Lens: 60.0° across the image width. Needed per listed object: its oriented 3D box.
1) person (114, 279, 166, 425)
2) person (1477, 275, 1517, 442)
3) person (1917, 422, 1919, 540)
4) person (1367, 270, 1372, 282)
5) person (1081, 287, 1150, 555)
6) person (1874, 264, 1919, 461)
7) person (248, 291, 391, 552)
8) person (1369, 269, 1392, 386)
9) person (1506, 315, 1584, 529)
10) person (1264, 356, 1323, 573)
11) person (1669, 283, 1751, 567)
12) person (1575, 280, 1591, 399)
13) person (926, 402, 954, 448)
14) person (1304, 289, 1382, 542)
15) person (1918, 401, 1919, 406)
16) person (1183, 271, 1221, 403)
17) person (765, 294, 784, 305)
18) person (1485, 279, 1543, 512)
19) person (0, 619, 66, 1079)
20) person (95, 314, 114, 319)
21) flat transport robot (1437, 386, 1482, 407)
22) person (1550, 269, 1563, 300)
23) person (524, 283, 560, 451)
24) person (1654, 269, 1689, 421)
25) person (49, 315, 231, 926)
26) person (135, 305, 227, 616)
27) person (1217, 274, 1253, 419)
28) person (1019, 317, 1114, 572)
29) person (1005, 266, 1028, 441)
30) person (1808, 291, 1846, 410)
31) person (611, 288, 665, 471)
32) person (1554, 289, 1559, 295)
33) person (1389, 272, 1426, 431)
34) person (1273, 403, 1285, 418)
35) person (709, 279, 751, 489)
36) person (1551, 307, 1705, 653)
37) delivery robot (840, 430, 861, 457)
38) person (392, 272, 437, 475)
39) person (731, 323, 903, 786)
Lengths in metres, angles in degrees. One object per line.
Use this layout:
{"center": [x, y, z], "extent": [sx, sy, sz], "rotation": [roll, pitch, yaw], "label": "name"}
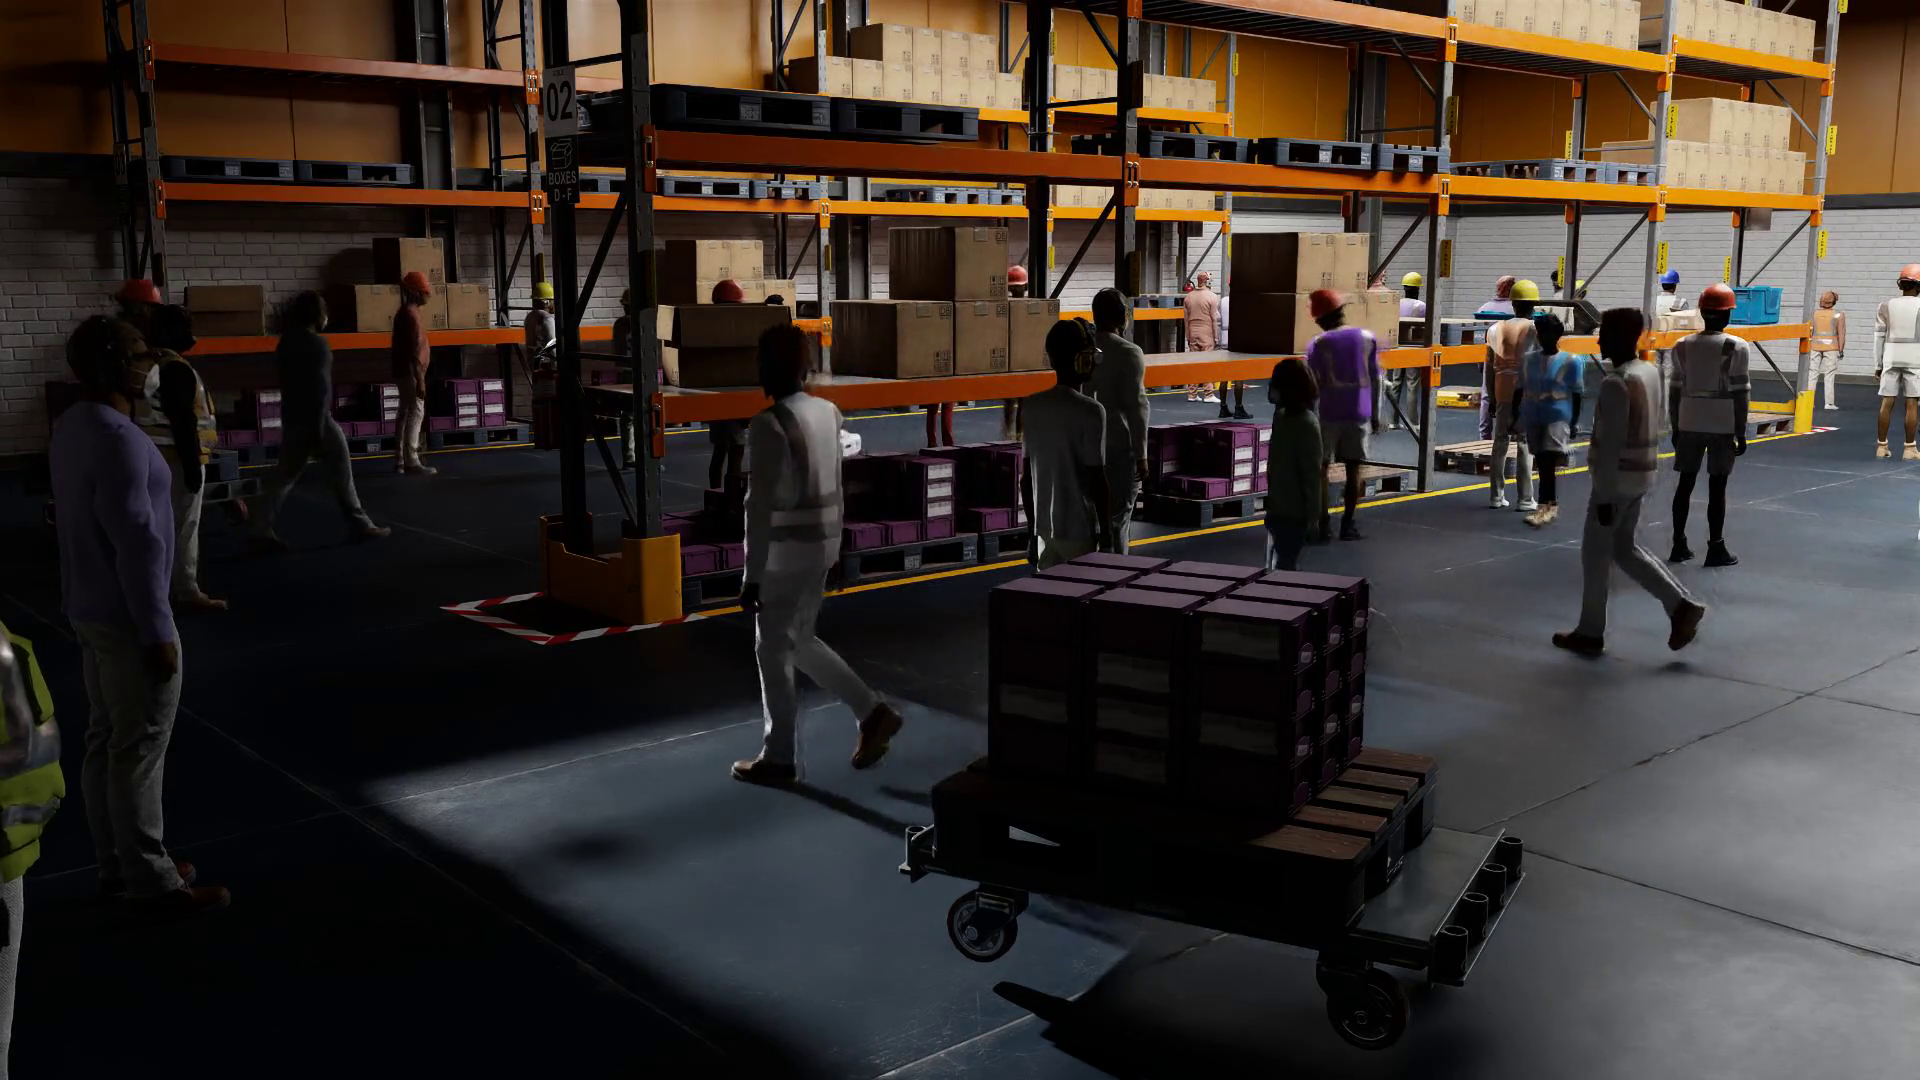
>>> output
{"center": [-5.570, -0.762, 11.199], "extent": [0.563, 1.971, 0.691], "rotation": [-4, 11, -24], "label": "person"}
{"center": [6.009, -1.956, 18.371], "extent": [0.409, 1.913, 0.642], "rotation": [-9, 13, -41], "label": "person"}
{"center": [7.393, -0.906, 12.347], "extent": [0.328, 1.872, 0.513], "rotation": [-9, 13, -41], "label": "person"}
{"center": [7.335, -3.934, 30.061], "extent": [0.328, 1.876, 0.513], "rotation": [-9, 13, -41], "label": "person"}
{"center": [0.889, -0.536, 9.975], "extent": [0.372, 1.940, 0.631], "rotation": [-9, 13, -41], "label": "person"}
{"center": [9.835, -1.840, 17.309], "extent": [0.375, 2.044, 0.607], "rotation": [-9, 13, -41], "label": "person"}
{"center": [-4.724, -0.855, 12.035], "extent": [0.642, 1.882, 1.061], "rotation": [8, 12, 38], "label": "person"}
{"center": [6.890, -3.491, 27.373], "extent": [0.409, 1.909, 0.642], "rotation": [-9, 13, -41], "label": "person"}
{"center": [4.530, -0.918, 13.011], "extent": [0.810, 1.660, 0.539], "rotation": [-8, 13, -41], "label": "person"}
{"center": [1.771, -0.133, 8.527], "extent": [0.552, 1.621, 0.499], "rotation": [-1, 10, -6], "label": "person"}
{"center": [5.151, -0.788, 11.442], "extent": [0.350, 1.942, 0.545], "rotation": [-9, 13, -41], "label": "person"}
{"center": [9.232, -2.996, 24.875], "extent": [0.305, 1.772, 0.525], "rotation": [-9, 13, -41], "label": "person"}
{"center": [-0.179, -1.818, 17.981], "extent": [0.305, 1.772, 0.525], "rotation": [-9, 13, -41], "label": "person"}
{"center": [2.820, -0.907, 12.338], "extent": [0.641, 1.886, 0.421], "rotation": [0, 10, -2], "label": "person"}
{"center": [13.885, -2.720, 23.137], "extent": [0.601, 1.826, 1.069], "rotation": [-4, 11, -23], "label": "person"}
{"center": [3.547, -2.941, 24.150], "extent": [0.409, 1.909, 0.642], "rotation": [-9, 13, -41], "label": "person"}
{"center": [-2.082, -1.917, 18.770], "extent": [0.318, 1.697, 0.535], "rotation": [-9, 13, -41], "label": "person"}
{"center": [4.660, -1.199, 13.882], "extent": [0.360, 1.930, 0.587], "rotation": [-9, 13, -41], "label": "person"}
{"center": [-2.053, 0.640, 3.380], "extent": [0.429, 1.844, 0.626], "rotation": [-9, 13, -41], "label": "person"}
{"center": [-8.225, -1.326, 15.641], "extent": [0.619, 1.589, 0.515], "rotation": [-3, 10, -20], "label": "person"}
{"center": [7.175, -2.064, 23.800], "extent": [0.652, 0.197, 1.431], "rotation": [6, 11, 33], "label": "flat transport robot"}
{"center": [9.854, -3.431, 27.000], "extent": [0.750, 1.928, 0.370], "rotation": [-7, 12, -35], "label": "person"}
{"center": [-4.514, -1.885, 18.184], "extent": [0.404, 1.833, 0.590], "rotation": [-9, 13, -41], "label": "person"}
{"center": [9.101, -2.503, 21.459], "extent": [0.380, 1.951, 0.605], "rotation": [-9, 13, -41], "label": "person"}
{"center": [-2.659, 0.258, 5.326], "extent": [0.372, 1.940, 0.631], "rotation": [-9, 13, -41], "label": "person"}
{"center": [-4.647, -0.471, 9.911], "extent": [0.431, 1.839, 0.636], "rotation": [-8, 13, -41], "label": "person"}
{"center": [3.604, -2.550, 21.760], "extent": [0.350, 1.942, 0.545], "rotation": [-9, 13, -41], "label": "person"}
{"center": [0.471, -0.005, 7.069], "extent": [0.328, 1.872, 0.513], "rotation": [-9, 13, -41], "label": "person"}
{"center": [0.646, -1.901, 17.739], "extent": [0.610, 2.010, 0.895], "rotation": [-1, 10, -5], "label": "person"}
{"center": [11.978, -2.617, 23.036], "extent": [0.308, 1.641, 0.514], "rotation": [-9, 13, -41], "label": "person"}
{"center": [-3.179, -1.578, 16.387], "extent": [0.404, 1.833, 0.590], "rotation": [-9, 13, -41], "label": "person"}
{"center": [10.907, -3.792, 30.051], "extent": [0.692, 1.592, 0.347], "rotation": [-4, 10, -20], "label": "person"}
{"center": [5.470, -2.292, 20.291], "extent": [0.367, 1.927, 0.587], "rotation": [-9, 13, -41], "label": "person"}
{"center": [3.398, -1.735, 16.831], "extent": [0.379, 1.995, 0.612], "rotation": [-9, 13, -41], "label": "person"}
{"center": [-1.821, -1.090, 13.209], "extent": [0.350, 1.942, 0.545], "rotation": [-9, 13, -41], "label": "person"}
{"center": [3.536, -0.289, 8.754], "extent": [0.681, 1.867, 0.600], "rotation": [9, 14, 44], "label": "person"}
{"center": [-1.183, -0.872, 15.717], "extent": [0.477, 0.478, 0.707], "rotation": [2, 10, 12], "label": "delivery robot"}
{"center": [-5.335, -1.606, 16.212], "extent": [0.502, 1.977, 0.652], "rotation": [-5, 11, -28], "label": "person"}
{"center": [-0.600, 0.083, 6.608], "extent": [0.598, 1.859, 0.598], "rotation": [4, 11, 23], "label": "person"}
